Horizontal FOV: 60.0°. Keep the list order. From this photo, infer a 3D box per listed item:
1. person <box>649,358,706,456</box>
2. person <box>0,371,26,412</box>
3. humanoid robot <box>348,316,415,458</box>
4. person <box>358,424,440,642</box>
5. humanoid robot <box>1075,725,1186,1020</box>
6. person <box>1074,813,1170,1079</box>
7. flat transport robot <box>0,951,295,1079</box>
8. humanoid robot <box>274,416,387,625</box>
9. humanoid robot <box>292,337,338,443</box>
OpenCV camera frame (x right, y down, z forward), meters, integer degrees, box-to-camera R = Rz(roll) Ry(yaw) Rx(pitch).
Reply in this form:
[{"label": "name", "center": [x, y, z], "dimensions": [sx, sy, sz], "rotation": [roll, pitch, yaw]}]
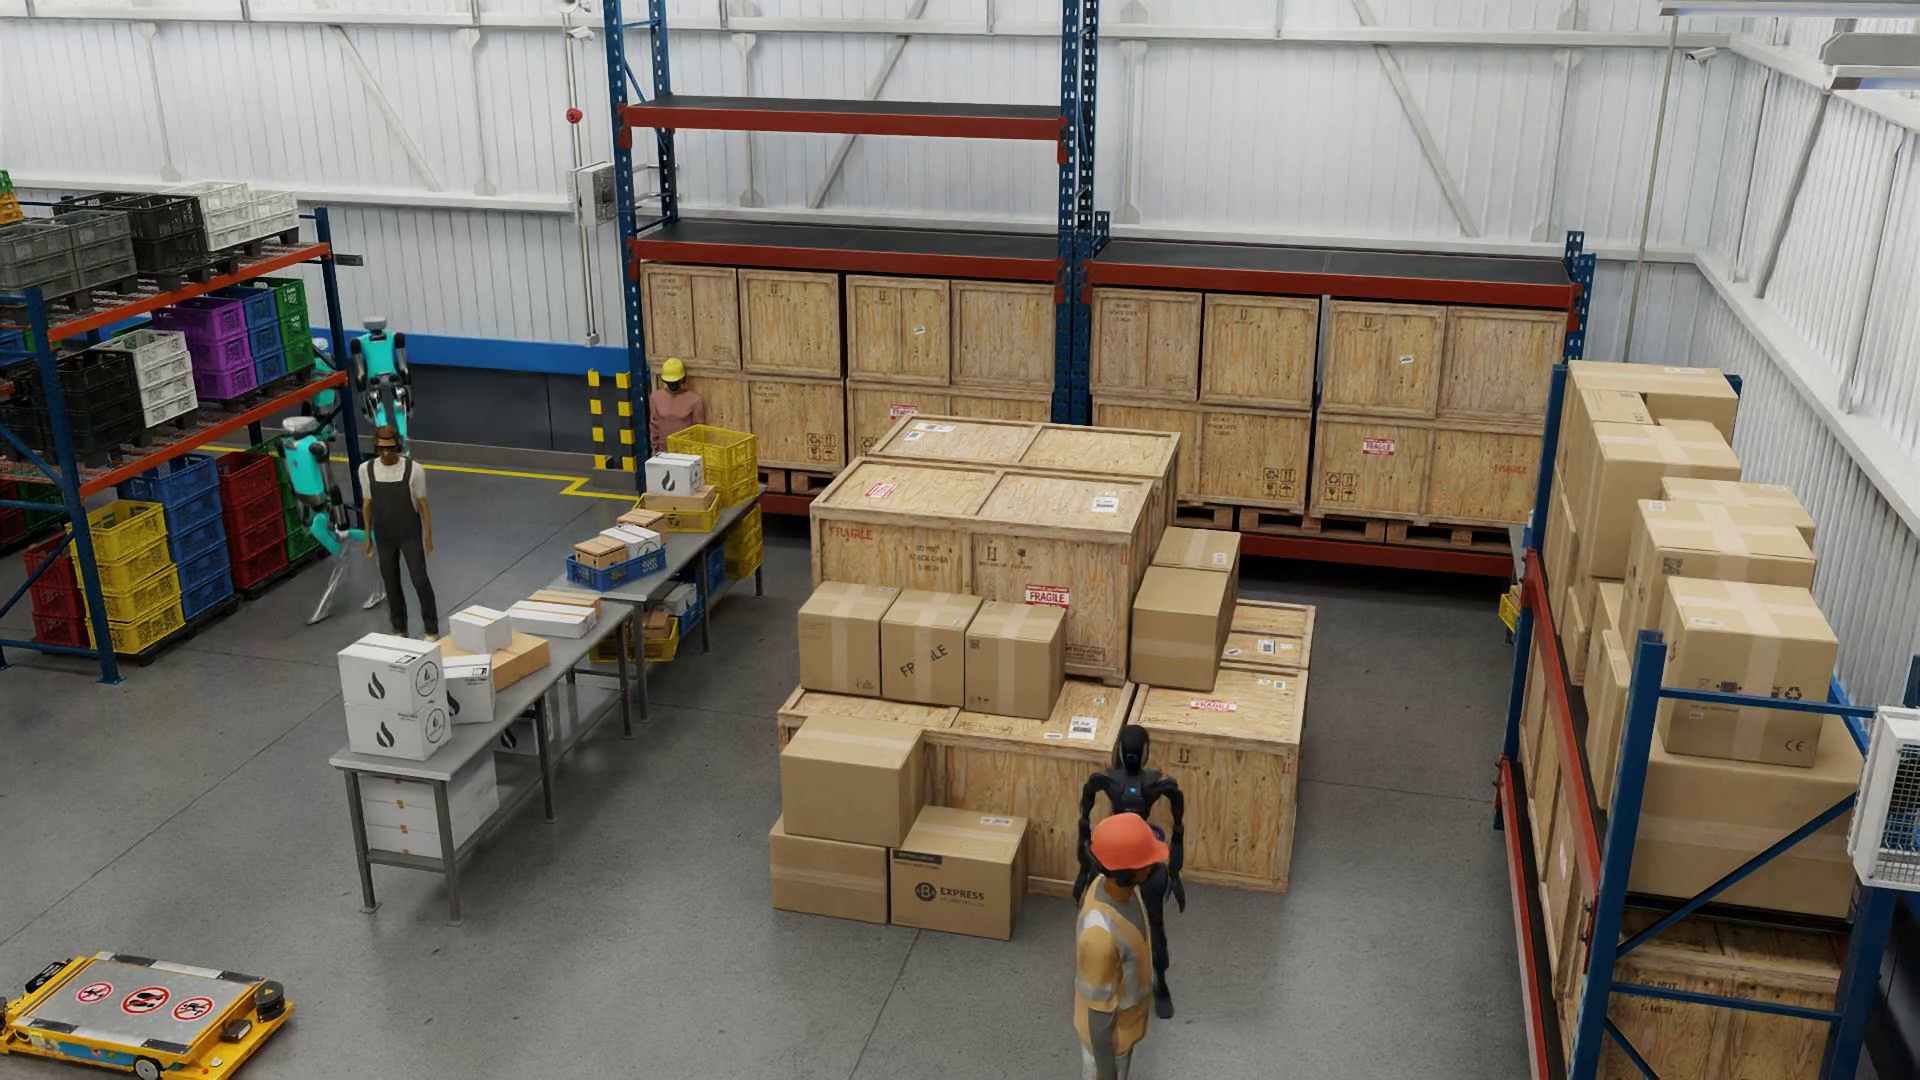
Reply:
[{"label": "person", "center": [-2.546, -0.793, 15.036], "dimensions": [0.522, 1.761, 0.336], "rotation": [4, 21, 9]}, {"label": "person", "center": [-9.517, -1.476, 16.614], "dimensions": [0.557, 1.908, 0.668], "rotation": [8, 22, 20]}, {"label": "humanoid robot", "center": [-5.614, -1.301, 16.397], "dimensions": [0.545, 1.711, 0.998], "rotation": [-11, 24, -27]}, {"label": "person", "center": [-4.363, -0.021, 12.906], "dimensions": [0.529, 1.839, 0.354], "rotation": [-1, 21, -3]}, {"label": "humanoid robot", "center": [0.896, 1.684, 8.671], "dimensions": [0.587, 1.640, 0.401], "rotation": [3, 21, 8]}, {"label": "person", "center": [0.677, 2.077, 7.124], "dimensions": [0.366, 2.044, 0.613], "rotation": [5, 21, 12]}, {"label": "flat transport robot", "center": [-4.270, 2.464, 8.601], "dimensions": [1.431, 0.231, 0.659], "rotation": [5, 22, 13]}, {"label": "humanoid robot", "center": [-5.061, -0.214, 13.591], "dimensions": [0.576, 1.787, 0.891], "rotation": [11, 24, 27]}, {"label": "humanoid robot", "center": [-6.205, -1.013, 15.722], "dimensions": [0.734, 1.833, 0.551], "rotation": [3, 21, 7]}]
